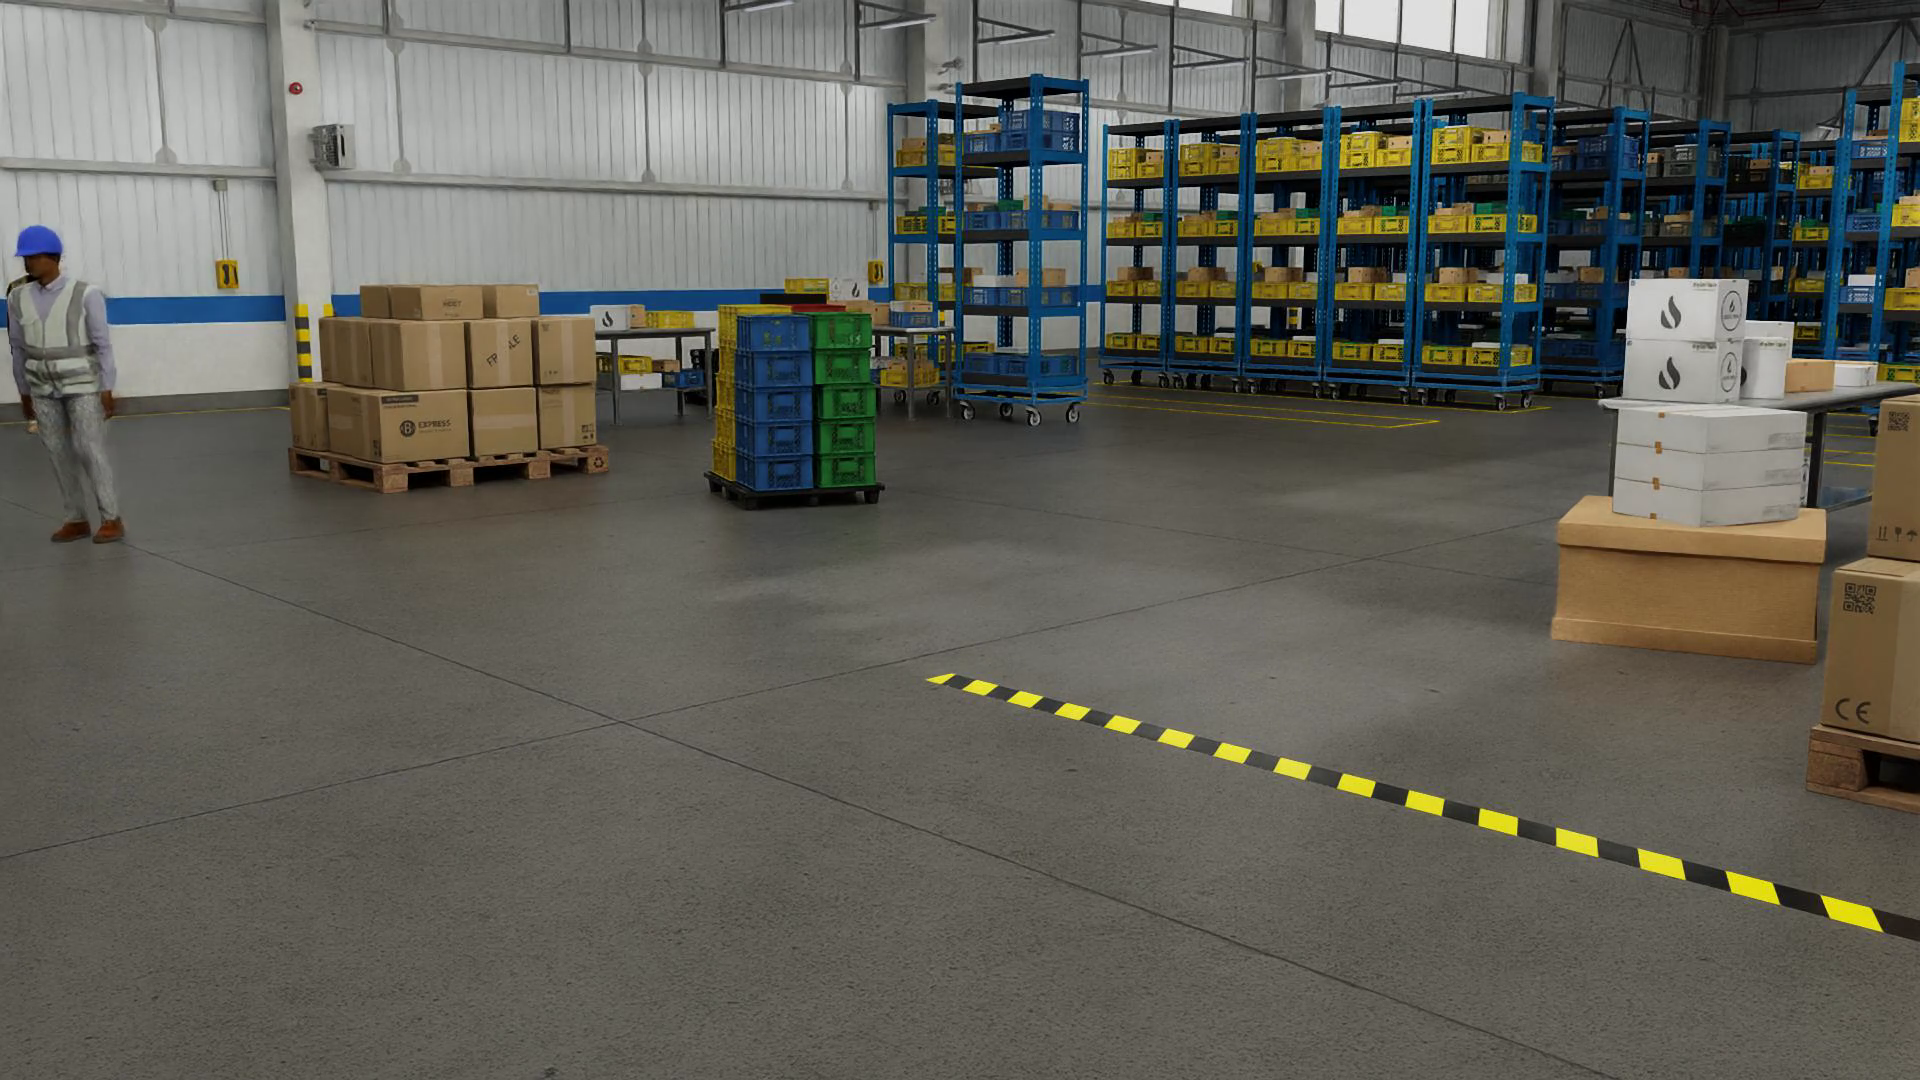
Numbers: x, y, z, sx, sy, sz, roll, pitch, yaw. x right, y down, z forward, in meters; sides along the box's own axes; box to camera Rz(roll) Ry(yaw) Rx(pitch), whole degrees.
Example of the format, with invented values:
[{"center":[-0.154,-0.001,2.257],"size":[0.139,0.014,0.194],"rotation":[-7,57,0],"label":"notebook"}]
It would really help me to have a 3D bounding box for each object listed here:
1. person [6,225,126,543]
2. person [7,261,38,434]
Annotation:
[{"center":[-5.398,-0.913,10.015],"size":[0.612,1.922,0.495],"rotation":[0,9,3],"label":"person"},{"center":[-9.158,-1.970,16.639],"size":[0.644,1.832,0.431],"rotation":[-4,10,-21],"label":"person"}]
